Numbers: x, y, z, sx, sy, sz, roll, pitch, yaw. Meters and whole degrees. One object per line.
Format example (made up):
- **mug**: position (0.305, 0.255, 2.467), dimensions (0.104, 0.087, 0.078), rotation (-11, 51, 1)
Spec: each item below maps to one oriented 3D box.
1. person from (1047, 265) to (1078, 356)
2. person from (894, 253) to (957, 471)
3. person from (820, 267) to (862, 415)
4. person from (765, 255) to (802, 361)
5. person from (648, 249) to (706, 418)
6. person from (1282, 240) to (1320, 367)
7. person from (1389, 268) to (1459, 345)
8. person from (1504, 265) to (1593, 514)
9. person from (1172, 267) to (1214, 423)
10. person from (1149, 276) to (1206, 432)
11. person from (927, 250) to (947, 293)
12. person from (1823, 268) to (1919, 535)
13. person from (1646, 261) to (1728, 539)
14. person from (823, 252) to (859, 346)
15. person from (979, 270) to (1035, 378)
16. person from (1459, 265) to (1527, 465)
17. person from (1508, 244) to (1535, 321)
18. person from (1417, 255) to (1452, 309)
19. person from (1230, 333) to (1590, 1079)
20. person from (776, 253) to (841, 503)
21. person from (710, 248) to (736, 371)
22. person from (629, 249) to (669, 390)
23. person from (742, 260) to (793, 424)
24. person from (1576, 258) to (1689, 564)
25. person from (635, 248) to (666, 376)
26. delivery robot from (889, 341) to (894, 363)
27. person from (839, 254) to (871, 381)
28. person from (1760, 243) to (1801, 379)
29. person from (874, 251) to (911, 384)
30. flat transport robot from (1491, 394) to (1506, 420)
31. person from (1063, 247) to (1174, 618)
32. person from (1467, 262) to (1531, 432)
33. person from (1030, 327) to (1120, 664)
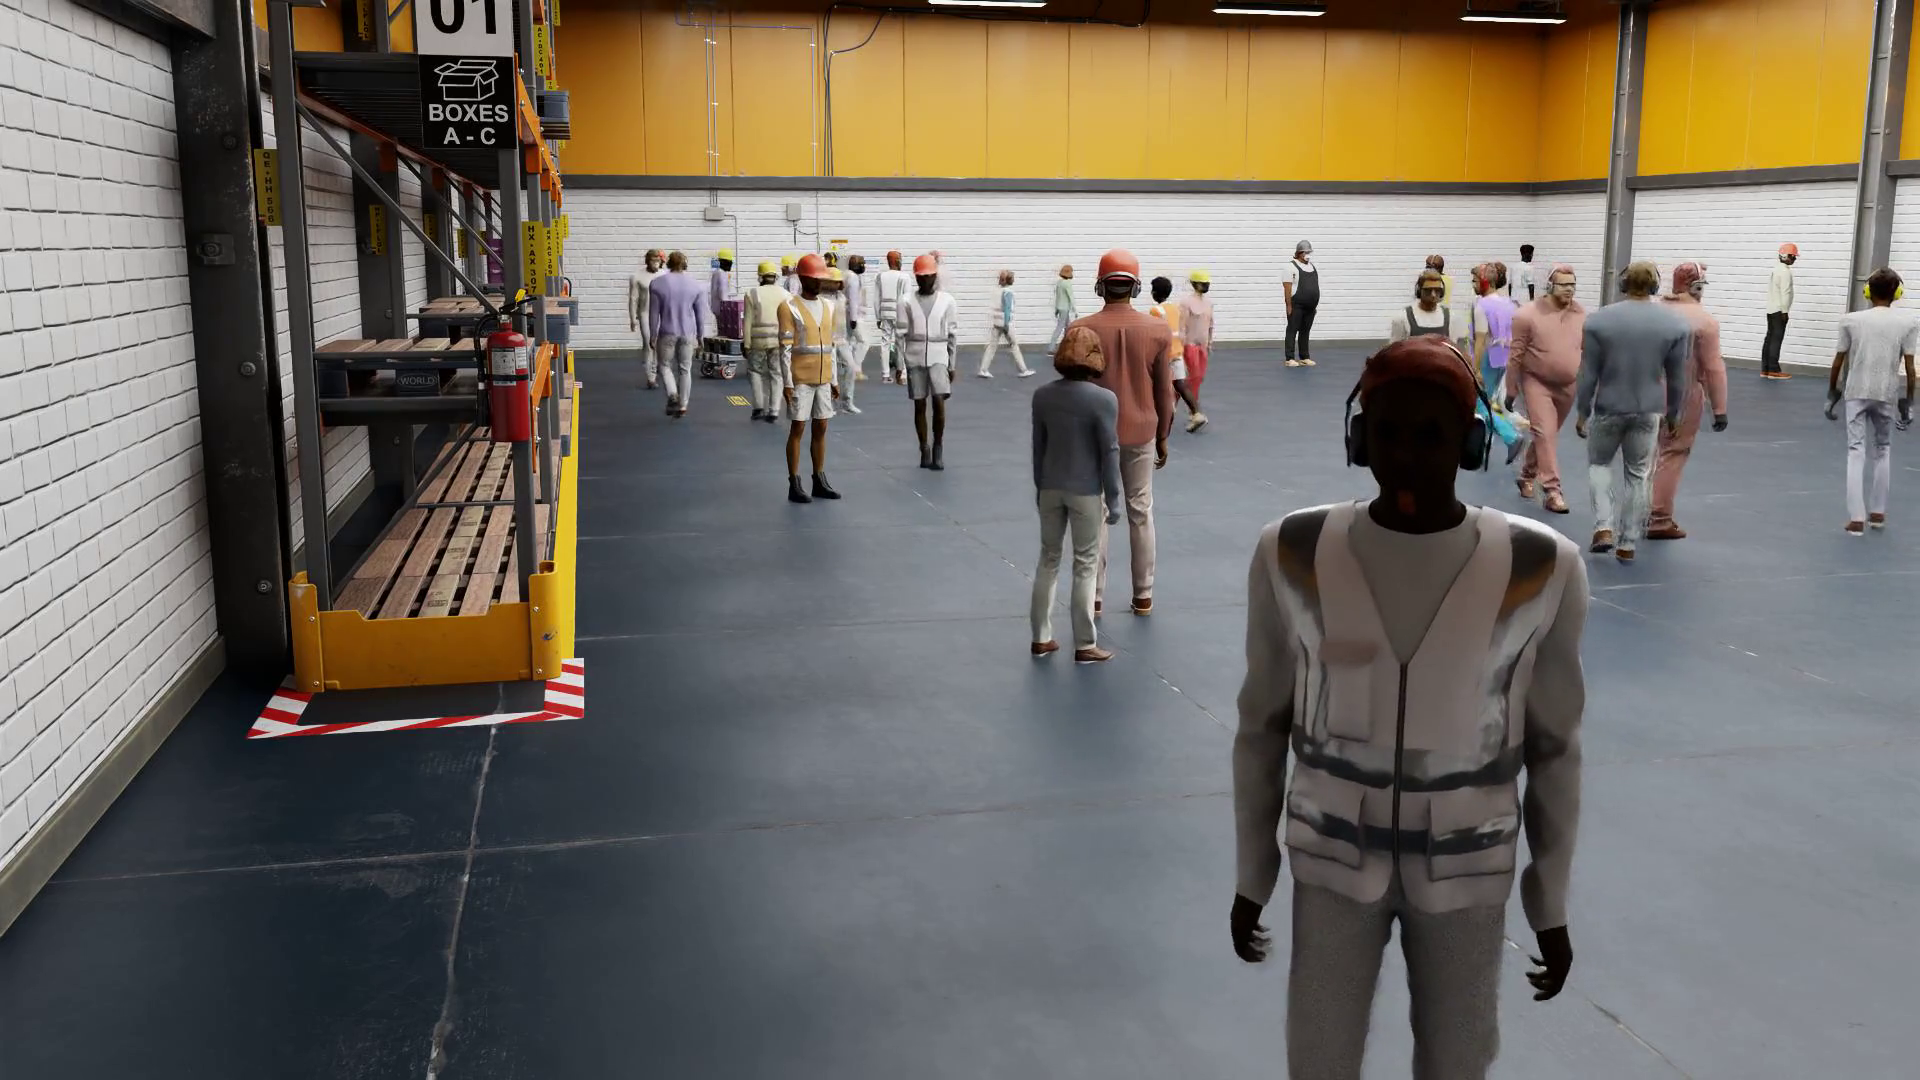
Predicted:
- **person**: position (1.908, -4.027, 29.253), dimensions (0.855, 1.582, 0.528), rotation (-3, 11, -18)
- **person**: position (-0.305, -1.557, 14.678), dimensions (0.561, 1.909, 0.731), rotation (0, 10, -2)
- **person**: position (-1.418, -2.298, 19.316), dimensions (0.683, 1.715, 0.503), rotation (8, 13, 39)
- **person**: position (-2.799, -3.697, 26.890), dimensions (0.942, 1.779, 0.611), rotation (-2, 10, -9)
- **person**: position (-3.217, -2.336, 18.959), dimensions (0.656, 1.928, 0.454), rotation (-3, 11, -16)
- **person**: position (5.556, -3.823, 26.886), dimensions (0.681, 2.000, 0.538), rotation (-7, 12, -34)
- **person**: position (3.517, -1.153, 12.689), dimensions (0.555, 1.827, 0.444), rotation (-1, 10, -6)
- **person**: position (4.527, -1.180, 12.796), dimensions (0.652, 1.858, 1.032), rotation (-1, 10, -8)
- **person**: position (2.593, -2.204, 18.759), dimensions (0.524, 1.744, 0.684), rotation (-8, 13, -37)
- **person**: position (2.251, -1.972, 17.694), dimensions (0.844, 1.658, 0.538), rotation (9, 14, 41)
- **person**: position (-0.401, -4.070, 28.756), dimensions (0.576, 1.876, 0.734), rotation (-2, 10, -8)
- **person**: position (6.371, -0.975, 11.677), dimensions (0.522, 1.838, 0.777), rotation (4, 11, 21)
- **person**: position (4.948, -0.940, 11.328), dimensions (0.620, 1.887, 0.686), rotation (-4, 11, -23)
- **person**: position (-1.978, -3.867, 27.689), dimensions (0.734, 1.840, 0.559), rotation (-4, 11, -22)
- **person**: position (0.660, -3.177, 24.559), dimensions (0.867, 1.588, 0.518), rotation (-4, 11, -23)
- **person**: position (4.776, -1.543, 14.875), dimensions (0.639, 1.820, 0.564), rotation (9, 14, 42)
- **person**: position (10.136, -4.343, 29.980), dimensions (0.364, 1.962, 0.613), rotation (-4, 11, -22)
- **person**: position (6.216, -2.829, 21.932), dimensions (0.429, 1.844, 0.627), rotation (7, 13, 35)
- **person**: position (0.762, 0.584, 2.906), dimensions (0.584, 1.883, 0.342), rotation (4, 11, 19)
- **person**: position (-1.158, -1.263, 12.997), dimensions (0.544, 1.937, 0.358), rotation (-9, 14, -41)
- **person**: position (-3.688, -3.590, 25.959), dimensions (0.429, 1.906, 0.605), rotation (-3, 11, -16)
- **person**: position (-4.142, -2.996, 22.670), dimensions (0.629, 1.905, 0.832), rotation (-6, 12, -31)
- **person**: position (-2.159, -2.209, 18.563), dimensions (0.630, 1.814, 0.520), rotation (-5, 11, -24)
- **person**: position (4.219, -0.804, 10.489), dimensions (0.645, 1.923, 0.446), rotation (3, 11, 16)
- **person**: position (-4.603, -3.410, 24.965), dimensions (0.692, 1.903, 0.602), rotation (2, 10, 8)
- **delivery robot**: position (-0.830, -3.052, 26.476), dimensions (0.707, 0.478, 0.477), rotation (-5, 11, -28)
- **person**: position (-1.521, -3.212, 24.105), dimensions (0.514, 1.820, 0.655), rotation (-3, 11, -16)
- **person**: position (12.116, -3.376, 24.559), dimensions (0.400, 1.987, 0.612), rotation (1, 10, 7)
- **person**: position (-0.941, -3.154, 23.625), dimensions (0.574, 1.880, 0.358), rotation (4, 11, 23)
- **flat transport robot**: position (6.004, -1.553, 19.214), dimensions (0.652, 0.197, 1.431), rotation (2, 11, 13)
- **person**: position (0.845, -0.569, 8.988), dimensions (0.611, 1.995, 0.380), rotation (-1, 10, -7)
- **person**: position (5.662, -2.000, 17.451), dimensions (0.818, 1.808, 0.632), rotation (4, 11, 22)
- **person**: position (0.554, -0.216, 8.065), dimensions (0.502, 1.623, 0.307), rotation (8, 13, 38)
